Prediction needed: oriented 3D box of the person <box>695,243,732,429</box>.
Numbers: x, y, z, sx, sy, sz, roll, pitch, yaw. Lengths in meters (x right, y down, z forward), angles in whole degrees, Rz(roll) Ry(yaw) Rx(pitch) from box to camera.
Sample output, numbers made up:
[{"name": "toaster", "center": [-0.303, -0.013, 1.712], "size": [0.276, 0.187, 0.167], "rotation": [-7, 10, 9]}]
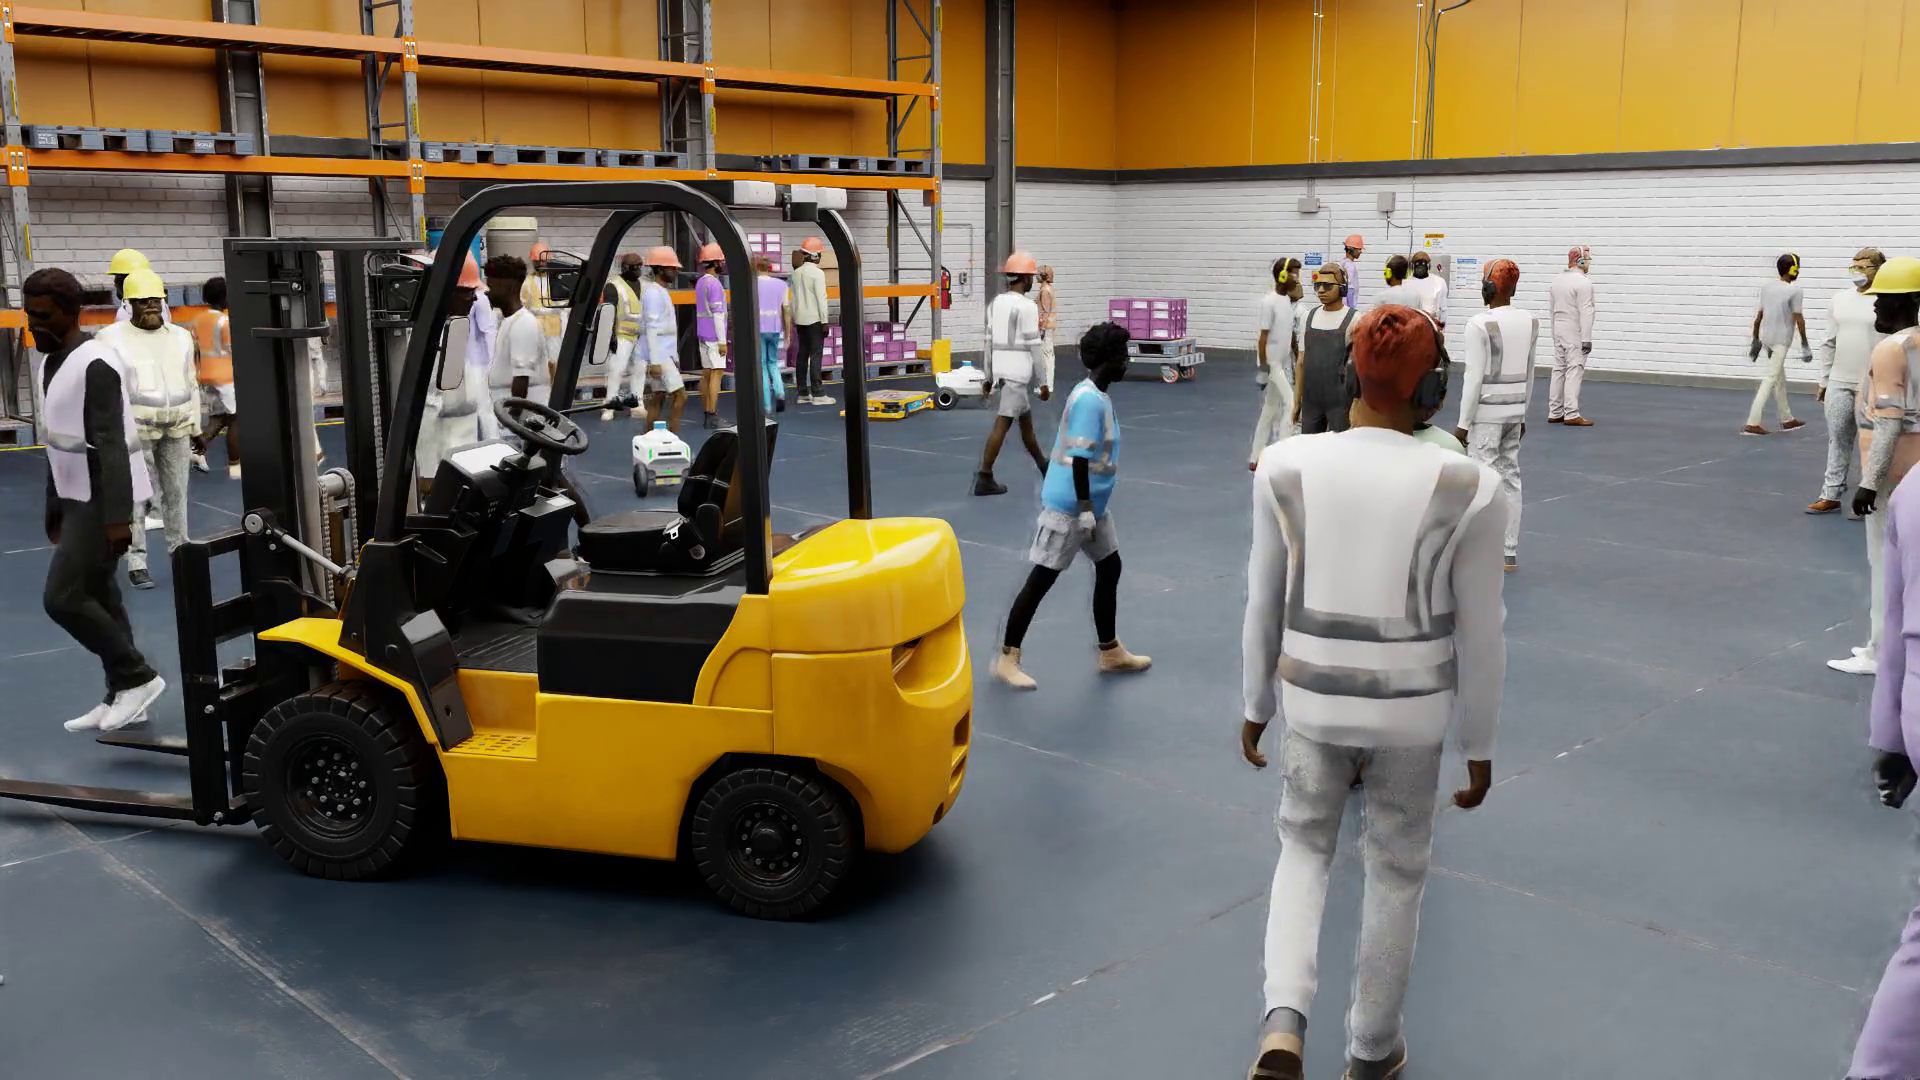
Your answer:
[{"name": "person", "center": [-2.599, -2.123, 17.446], "size": [0.464, 1.939, 0.554], "rotation": [-6, 12, -28]}]

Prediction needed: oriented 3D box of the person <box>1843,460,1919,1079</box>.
[{"name": "person", "center": [2.313, 0.463, 3.509], "size": [0.856, 1.868, 0.649], "rotation": [1, 10, 6]}]

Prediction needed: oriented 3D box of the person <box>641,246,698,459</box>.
[{"name": "person", "center": [-2.540, -1.633, 14.770], "size": [0.649, 1.919, 0.570], "rotation": [-1, 10, -4]}]

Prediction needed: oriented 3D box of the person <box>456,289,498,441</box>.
[{"name": "person", "center": [-4.001, -1.360, 13.320], "size": [0.717, 1.906, 0.707], "rotation": [4, 11, 21]}]

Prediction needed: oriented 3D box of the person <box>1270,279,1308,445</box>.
[{"name": "person", "center": [2.854, -1.520, 14.665], "size": [0.308, 1.737, 0.484], "rotation": [-4, 11, -23]}]

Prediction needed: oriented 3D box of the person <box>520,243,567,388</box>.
[{"name": "person", "center": [-4.562, -2.274, 18.226], "size": [0.545, 1.938, 0.356], "rotation": [-4, 11, -21]}]

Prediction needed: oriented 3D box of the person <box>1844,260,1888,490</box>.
[{"name": "person", "center": [7.220, -1.292, 13.158], "size": [0.602, 1.830, 0.404], "rotation": [3, 11, 15]}]

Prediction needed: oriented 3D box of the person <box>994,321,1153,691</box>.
[{"name": "person", "center": [0.497, -0.159, 7.493], "size": [0.698, 1.647, 0.572], "rotation": [3, 11, 15]}]

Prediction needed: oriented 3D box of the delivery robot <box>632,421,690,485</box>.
[{"name": "delivery robot", "center": [-2.360, -0.692, 13.116], "size": [0.477, 0.478, 0.707], "rotation": [-4, 11, -21]}]

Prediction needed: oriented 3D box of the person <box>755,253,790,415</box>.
[{"name": "person", "center": [-2.214, -2.314, 18.771], "size": [0.559, 1.822, 0.478], "rotation": [-5, 12, -27]}]

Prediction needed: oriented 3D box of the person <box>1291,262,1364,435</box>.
[{"name": "person", "center": [2.425, -0.899, 10.981], "size": [0.506, 1.846, 0.346], "rotation": [9, 13, 39]}]

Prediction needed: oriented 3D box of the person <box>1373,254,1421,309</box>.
[{"name": "person", "center": [3.863, -1.636, 14.990], "size": [0.527, 1.852, 0.632], "rotation": [-3, 11, -16]}]

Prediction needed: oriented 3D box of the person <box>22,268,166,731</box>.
[{"name": "person", "center": [-3.522, -0.140, 6.708], "size": [0.460, 1.892, 0.647], "rotation": [-9, 14, -40]}]

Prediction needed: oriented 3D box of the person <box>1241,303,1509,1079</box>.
[{"name": "person", "center": [0.917, 0.406, 3.771], "size": [0.605, 1.876, 0.552], "rotation": [5, 12, 27]}]

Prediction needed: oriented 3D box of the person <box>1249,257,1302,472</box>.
[{"name": "person", "center": [2.761, -1.446, 14.000], "size": [0.701, 1.838, 0.491], "rotation": [4, 11, 23]}]

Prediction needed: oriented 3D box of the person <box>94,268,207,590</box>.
[{"name": "person", "center": [-4.658, -0.644, 9.620], "size": [0.403, 1.835, 0.588], "rotation": [9, 13, 39]}]

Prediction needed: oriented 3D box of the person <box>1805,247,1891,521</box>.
[{"name": "person", "center": [6.426, -1.112, 11.888], "size": [0.370, 1.940, 0.630], "rotation": [-6, 12, -30]}]

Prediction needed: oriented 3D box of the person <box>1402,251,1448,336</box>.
[{"name": "person", "center": [5.194, -2.345, 18.873], "size": [0.634, 1.842, 0.429], "rotation": [2, 11, 9]}]

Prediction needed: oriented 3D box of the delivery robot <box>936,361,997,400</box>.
[{"name": "delivery robot", "center": [0.081, -1.846, 19.410], "size": [0.707, 0.478, 0.477], "rotation": [1, 10, 4]}]

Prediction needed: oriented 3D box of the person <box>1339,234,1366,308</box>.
[{"name": "person", "center": [5.623, -3.386, 24.039], "size": [0.404, 2.030, 0.618], "rotation": [1, 10, 3]}]

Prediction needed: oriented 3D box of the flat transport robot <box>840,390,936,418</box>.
[{"name": "flat transport robot", "center": [-0.799, -1.543, 18.789], "size": [0.652, 0.197, 1.431], "rotation": [3, 11, 17]}]

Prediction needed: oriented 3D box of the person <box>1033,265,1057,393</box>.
[{"name": "person", "center": [1.096, -2.710, 21.414], "size": [0.310, 1.642, 0.514], "rotation": [1, 10, 7]}]

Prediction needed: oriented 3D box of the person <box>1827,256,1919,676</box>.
[{"name": "person", "center": [4.277, -0.329, 7.651], "size": [0.590, 1.926, 0.388], "rotation": [-9, 14, -40]}]

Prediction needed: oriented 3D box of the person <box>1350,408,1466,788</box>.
[{"name": "person", "center": [1.529, 0.141, 5.889], "size": [0.289, 1.633, 0.497], "rotation": [-9, 14, -42]}]

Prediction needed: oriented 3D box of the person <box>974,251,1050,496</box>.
[{"name": "person", "center": [0.509, -1.304, 13.056], "size": [0.995, 1.886, 0.568], "rotation": [-6, 12, -29]}]

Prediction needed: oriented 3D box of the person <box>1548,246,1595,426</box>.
[{"name": "person", "center": [6.567, -2.176, 17.775], "size": [0.408, 1.906, 0.653], "rotation": [-2, 11, -11]}]

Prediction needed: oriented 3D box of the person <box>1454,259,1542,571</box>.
[{"name": "person", "center": [3.187, -0.727, 9.944], "size": [0.576, 1.882, 0.355], "rotation": [-7, 12, -32]}]

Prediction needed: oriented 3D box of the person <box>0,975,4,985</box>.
[{"name": "person", "center": [-2.668, 0.445, 4.210], "size": [0.314, 1.641, 0.515], "rotation": [-4, 11, -23]}]

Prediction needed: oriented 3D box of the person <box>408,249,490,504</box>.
[{"name": "person", "center": [-2.458, -0.439, 8.134], "size": [0.873, 1.979, 0.661], "rotation": [-3, 11, -15]}]

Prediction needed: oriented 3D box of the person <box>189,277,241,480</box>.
[{"name": "person", "center": [-6.117, -1.324, 13.736], "size": [0.541, 1.687, 0.425], "rotation": [7, 13, 35]}]

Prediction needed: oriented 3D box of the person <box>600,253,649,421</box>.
[{"name": "person", "center": [-3.666, -2.221, 18.282], "size": [0.459, 1.828, 0.751], "rotation": [8, 13, 36]}]

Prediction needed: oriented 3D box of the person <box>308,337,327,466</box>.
[{"name": "person", "center": [-5.693, -1.367, 14.258], "size": [0.529, 1.584, 0.866], "rotation": [1, 10, 7]}]

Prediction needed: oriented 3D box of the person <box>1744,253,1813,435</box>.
[{"name": "person", "center": [8.395, -1.975, 16.883], "size": [0.931, 1.827, 0.504], "rotation": [-3, 11, -14]}]

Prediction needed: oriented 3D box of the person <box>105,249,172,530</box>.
[{"name": "person", "center": [-5.613, -1.027, 11.450], "size": [0.381, 1.928, 0.587], "rotation": [0, 10, -2]}]

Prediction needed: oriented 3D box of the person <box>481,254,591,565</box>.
[{"name": "person", "center": [-2.647, -0.757, 10.044], "size": [1.037, 1.918, 0.615], "rotation": [-5, 12, -25]}]

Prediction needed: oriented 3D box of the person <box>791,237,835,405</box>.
[{"name": "person", "center": [-1.775, -2.623, 19.971], "size": [0.380, 1.996, 0.608], "rotation": [-9, 14, -41]}]

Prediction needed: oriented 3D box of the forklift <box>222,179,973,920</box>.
[{"name": "forklift", "center": [-1.114, -0.058, 5.440], "size": [2.313, 2.155, 1.214], "rotation": [2, 11, 13]}]
